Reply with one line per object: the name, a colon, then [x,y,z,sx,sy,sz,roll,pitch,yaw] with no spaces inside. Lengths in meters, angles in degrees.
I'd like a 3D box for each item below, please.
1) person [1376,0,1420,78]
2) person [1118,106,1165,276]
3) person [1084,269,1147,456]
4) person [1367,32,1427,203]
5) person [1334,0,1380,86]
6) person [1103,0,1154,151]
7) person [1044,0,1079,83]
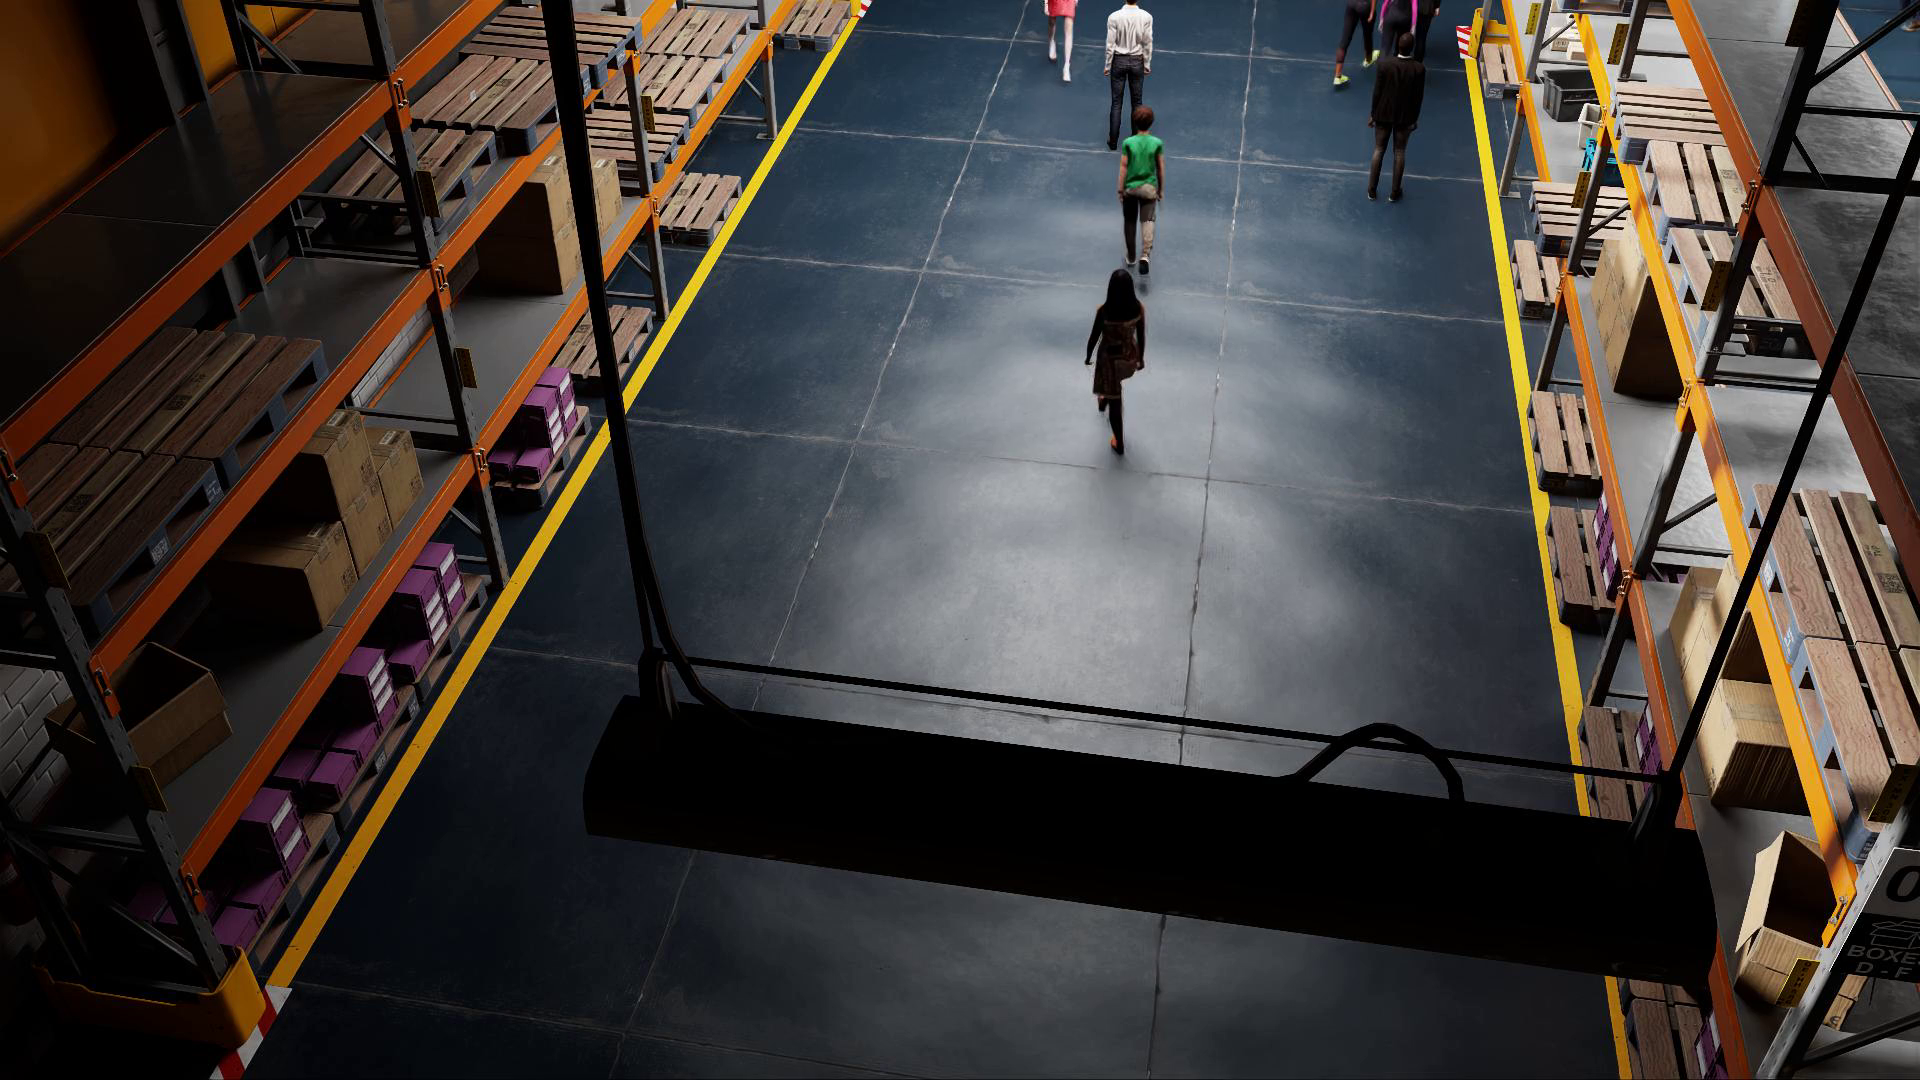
person: [5.075,-5.988,19.324,0.679,1.716,1.096,12,40,14]
person: [1.746,-3.331,16.069,0.690,1.626,0.963,1,39,1]
person: [1.315,-1.433,13.711,0.928,1.605,1.158,-11,40,-13]
person: [4.509,-4.383,17.248,0.691,1.799,0.613,12,40,15]
person: [4.666,-6.208,19.614,0.941,1.699,1.230,26,45,28]
person: [1.837,-5.186,18.196,0.708,1.871,0.599,-1,39,-1]
person: [1.183,-6.480,19.891,0.810,1.778,1.211,-3,39,-4]
